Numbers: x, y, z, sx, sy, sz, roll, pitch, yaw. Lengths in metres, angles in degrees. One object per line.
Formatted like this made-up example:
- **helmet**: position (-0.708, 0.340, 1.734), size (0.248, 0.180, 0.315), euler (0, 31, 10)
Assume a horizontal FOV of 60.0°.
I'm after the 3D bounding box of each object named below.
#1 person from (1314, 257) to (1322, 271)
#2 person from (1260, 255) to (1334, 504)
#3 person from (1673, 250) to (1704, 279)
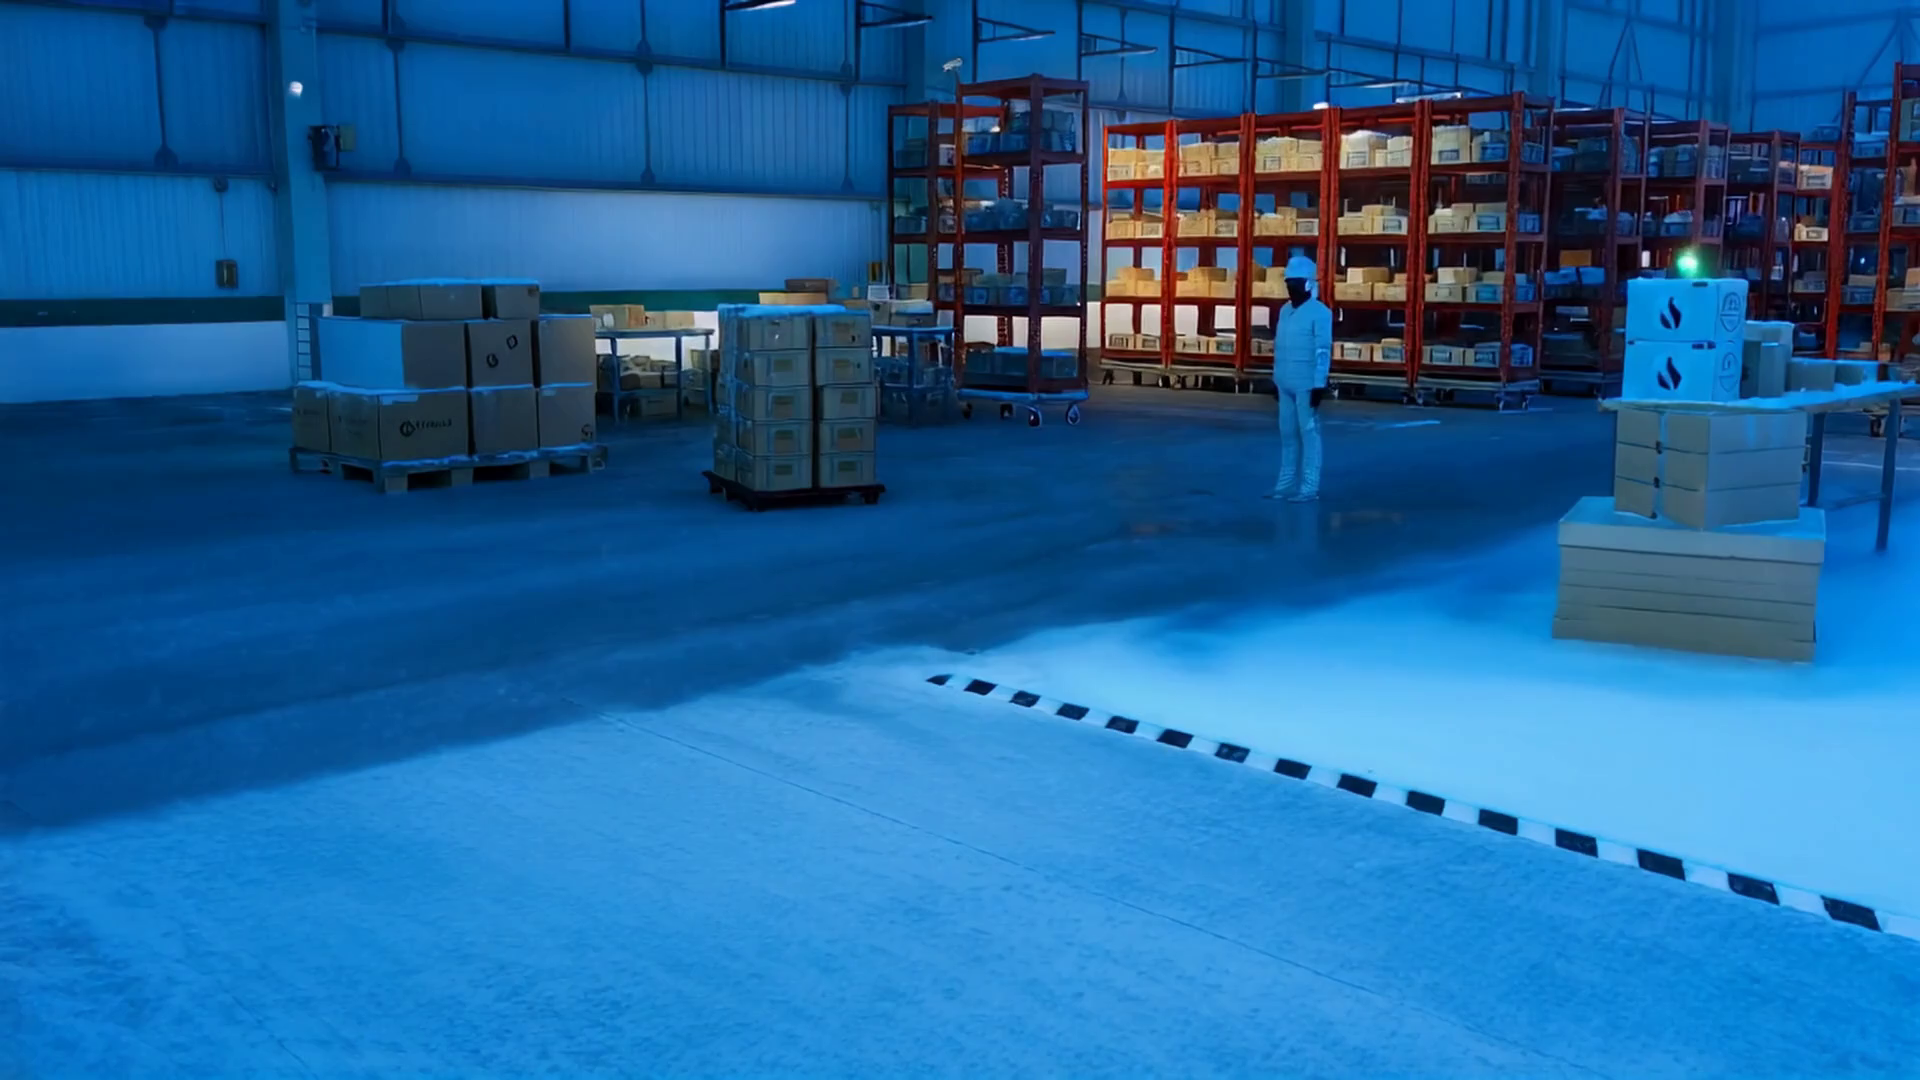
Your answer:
- **person**: position (6.161, -3.958, 28.648), size (0.599, 1.808, 0.812), euler (6, 11, 33)
- **person**: position (2.390, -1.134, 11.811), size (0.329, 1.751, 0.571), euler (-5, 11, -26)
- **person**: position (6.088, -1.534, 14.066), size (0.567, 1.795, 0.964), euler (5, 11, 29)
